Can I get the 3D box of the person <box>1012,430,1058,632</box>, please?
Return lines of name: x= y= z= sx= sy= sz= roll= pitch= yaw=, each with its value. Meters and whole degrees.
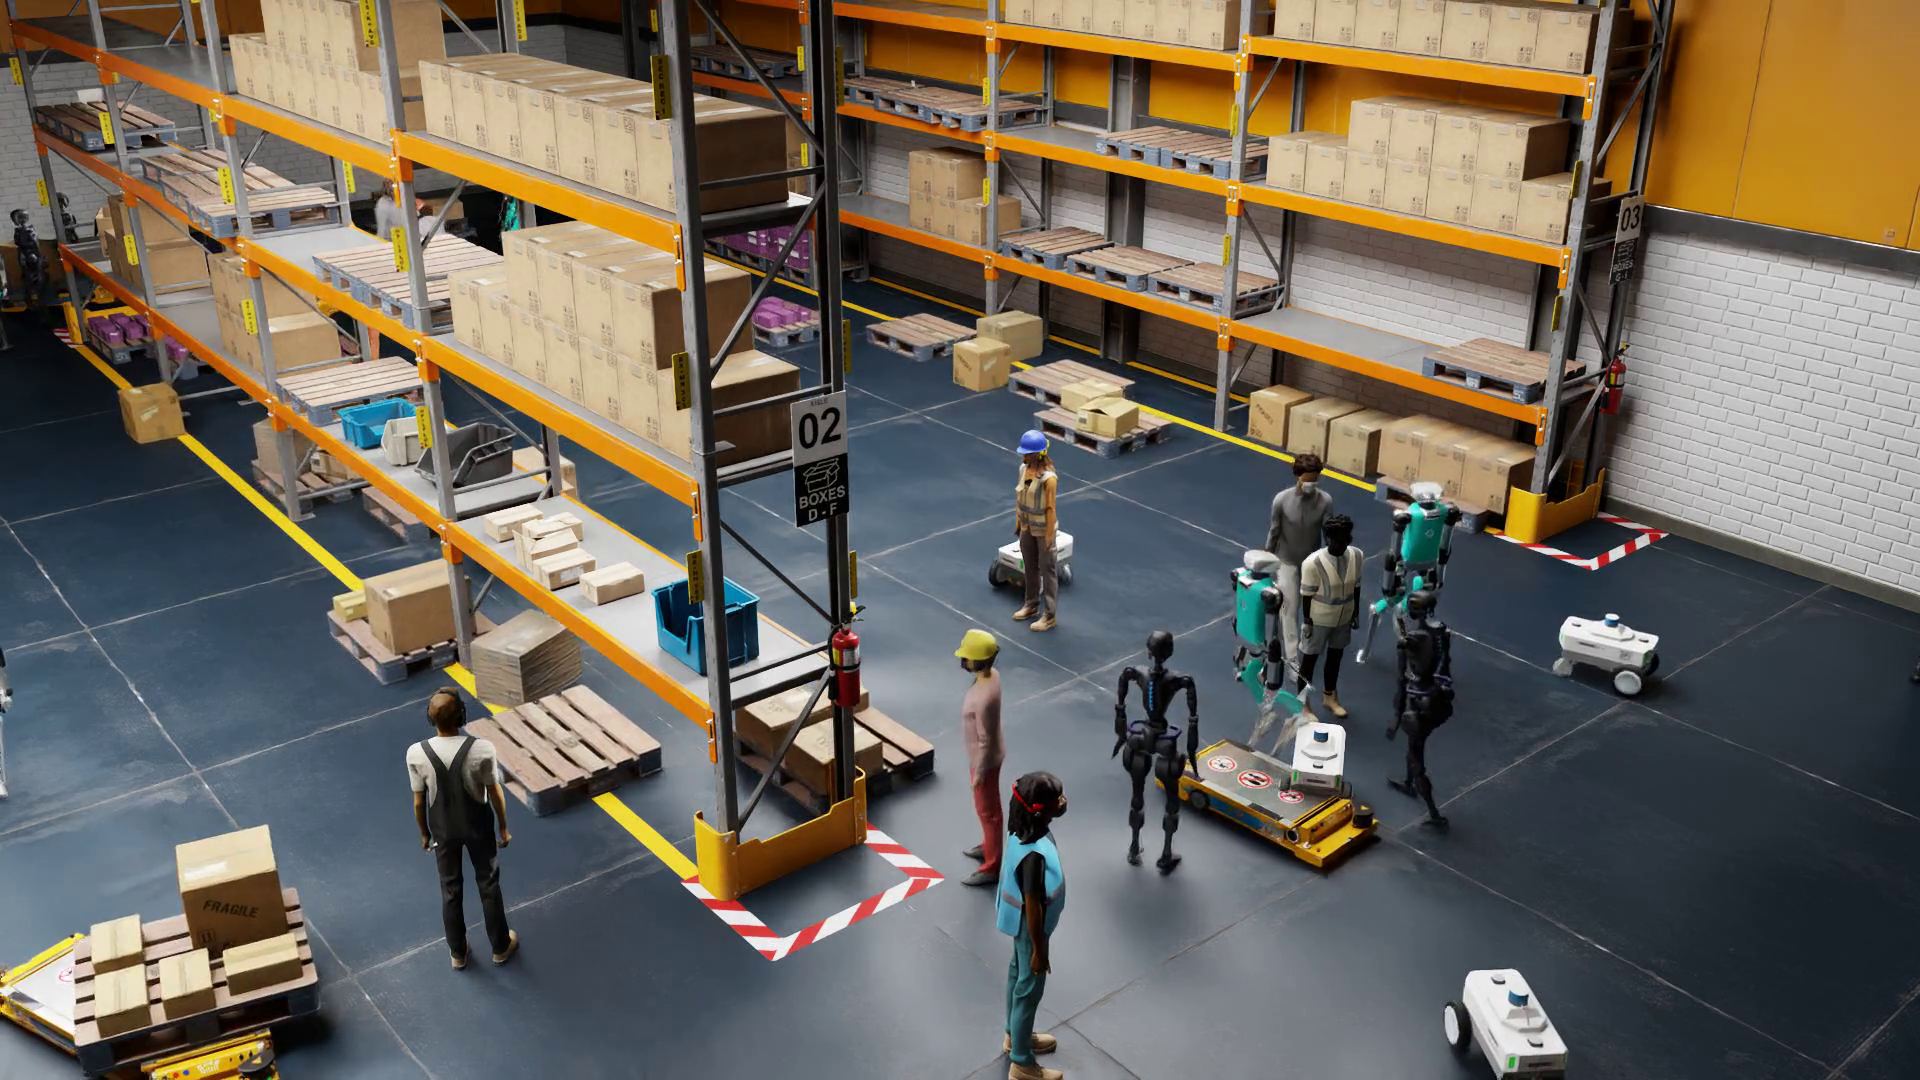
person: x=0.626 y=-0.089 z=13.958 sx=0.342 sy=1.767 sz=0.455 roll=-18 pitch=29 yaw=-35

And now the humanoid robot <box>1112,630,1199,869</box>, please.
humanoid robot: x=1.257 y=1.343 z=10.758 sx=0.599 sy=1.655 sz=0.354 roll=10 pitch=25 yaw=22

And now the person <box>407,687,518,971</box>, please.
person: x=-2.904 y=1.691 z=9.739 sx=0.512 sy=1.845 sz=0.339 roll=-3 pitch=24 yaw=-8

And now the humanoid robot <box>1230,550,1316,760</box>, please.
humanoid robot: x=2.235 y=0.913 z=11.744 sx=0.687 sy=1.849 sz=0.547 roll=-9 pitch=25 yaw=-21

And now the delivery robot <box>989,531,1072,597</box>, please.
delivery robot: x=0.669 y=0.174 z=14.868 sx=0.757 sy=0.585 sz=0.521 roll=-21 pitch=31 yaw=-40

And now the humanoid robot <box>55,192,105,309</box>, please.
humanoid robot: x=-12.369 y=-4.032 z=23.206 sx=0.589 sy=1.653 sz=0.390 roll=19 pitch=30 yaw=37

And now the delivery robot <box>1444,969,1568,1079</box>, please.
delivery robot: x=3.006 y=2.684 z=9.082 sx=0.499 sy=0.606 sz=0.796 roll=-2 pitch=23 yaw=-4

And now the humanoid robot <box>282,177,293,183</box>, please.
humanoid robot: x=-9.273 y=-4.250 z=23.645 sx=0.738 sy=1.782 sz=0.531 roll=3 pitch=23 yaw=6

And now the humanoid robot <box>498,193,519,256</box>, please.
humanoid robot: x=-6.901 y=-5.093 z=25.586 sx=0.535 sy=1.786 sz=0.743 roll=8 pitch=25 yaw=19

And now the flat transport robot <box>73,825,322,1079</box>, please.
flat transport robot: x=-4.263 y=2.701 z=9.390 sx=0.659 sy=0.231 sz=1.431 roll=-11 pitch=26 yaw=-24

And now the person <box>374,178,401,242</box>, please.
person: x=-7.907 y=-4.166 z=23.321 sx=0.970 sy=1.846 sz=0.669 roll=2 pitch=23 yaw=4

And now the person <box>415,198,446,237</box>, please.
person: x=-7.214 y=-3.820 z=22.663 sx=0.533 sy=1.708 sz=0.626 roll=11 pitch=25 yaw=23

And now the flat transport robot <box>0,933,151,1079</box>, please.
flat transport robot: x=-4.923 y=2.642 z=9.526 sx=1.431 sy=0.231 sz=0.659 roll=13 pitch=27 yaw=28

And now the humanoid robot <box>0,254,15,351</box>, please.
humanoid robot: x=-12.451 y=-3.180 z=21.186 sx=0.550 sy=1.777 sz=0.832 roll=-8 pitch=25 yaw=-17

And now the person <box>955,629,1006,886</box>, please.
person: x=0.126 y=1.373 z=10.576 sx=0.323 sy=1.766 sz=0.531 roll=2 pitch=23 yaw=4

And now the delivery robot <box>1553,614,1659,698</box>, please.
delivery robot: x=5.160 y=0.877 z=13.245 sx=0.792 sy=0.589 sz=0.499 roll=14 pitch=27 yaw=30

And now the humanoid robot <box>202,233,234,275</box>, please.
humanoid robot: x=-10.025 y=-3.835 z=22.747 sx=0.585 sy=1.655 sz=0.339 roll=-21 pitch=31 yaw=-40

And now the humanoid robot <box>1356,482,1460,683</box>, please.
humanoid robot: x=3.474 y=0.309 z=13.167 sx=0.534 sy=1.841 sz=0.865 roll=-6 pitch=24 yaw=-13

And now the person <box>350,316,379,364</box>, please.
person: x=-7.180 y=-2.728 z=20.083 sx=0.498 sy=1.759 sz=0.332 roll=13 pitch=27 yaw=28

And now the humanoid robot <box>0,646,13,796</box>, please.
humanoid robot: x=-6.827 y=1.075 z=11.421 sx=0.548 sy=1.896 sz=0.741 roll=-17 pitch=28 yaw=-33

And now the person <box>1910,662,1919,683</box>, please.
person: x=7.805 y=0.262 z=12.959 sx=0.547 sy=1.924 sz=0.385 roll=14 pitch=27 yaw=29

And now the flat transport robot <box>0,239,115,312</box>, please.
flat transport robot: x=-12.842 y=-3.471 z=23.682 sx=1.431 sy=0.231 sz=0.659 roll=-10 pitch=25 yaw=-22

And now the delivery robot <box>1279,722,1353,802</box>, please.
delivery robot: x=2.500 y=1.577 z=11.613 sx=0.499 sy=0.581 sz=0.774 roll=6 pitch=24 yaw=13

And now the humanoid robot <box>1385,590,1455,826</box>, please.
humanoid robot: x=3.180 y=1.137 z=11.311 sx=0.610 sy=1.658 sz=0.648 roll=-18 pitch=29 yaw=-35

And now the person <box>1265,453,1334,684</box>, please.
person: x=2.725 y=0.122 z=13.374 sx=0.539 sy=1.858 sz=0.945 roll=-1 pitch=23 yaw=-3

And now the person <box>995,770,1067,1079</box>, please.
person: x=0.375 y=2.054 z=8.871 sx=0.373 sy=1.865 sz=0.535 roll=-1 pitch=23 yaw=-2

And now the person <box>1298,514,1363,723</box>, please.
person: x=2.773 y=0.583 z=12.496 sx=0.533 sy=1.693 sz=0.320 roll=-10 pitch=25 yaw=-21

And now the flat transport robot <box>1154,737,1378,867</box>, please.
flat transport robot: x=2.105 y=1.781 z=11.519 sx=0.659 sy=0.231 sz=1.431 roll=-21 pitch=31 yaw=-39

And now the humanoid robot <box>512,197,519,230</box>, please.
humanoid robot: x=-7.214 y=-5.647 z=26.898 sx=0.549 sy=1.798 sz=0.827 roll=-15 pitch=28 yaw=-31

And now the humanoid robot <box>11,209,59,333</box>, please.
humanoid robot: x=-12.360 y=-3.596 z=22.193 sx=0.607 sy=1.655 sz=0.313 roll=16 pitch=28 yaw=33

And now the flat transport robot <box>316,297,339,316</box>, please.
flat transport robot: x=-9.435 y=-3.261 z=23.195 sx=1.431 sy=0.231 sz=0.659 roll=4 pitch=24 yaw=10
